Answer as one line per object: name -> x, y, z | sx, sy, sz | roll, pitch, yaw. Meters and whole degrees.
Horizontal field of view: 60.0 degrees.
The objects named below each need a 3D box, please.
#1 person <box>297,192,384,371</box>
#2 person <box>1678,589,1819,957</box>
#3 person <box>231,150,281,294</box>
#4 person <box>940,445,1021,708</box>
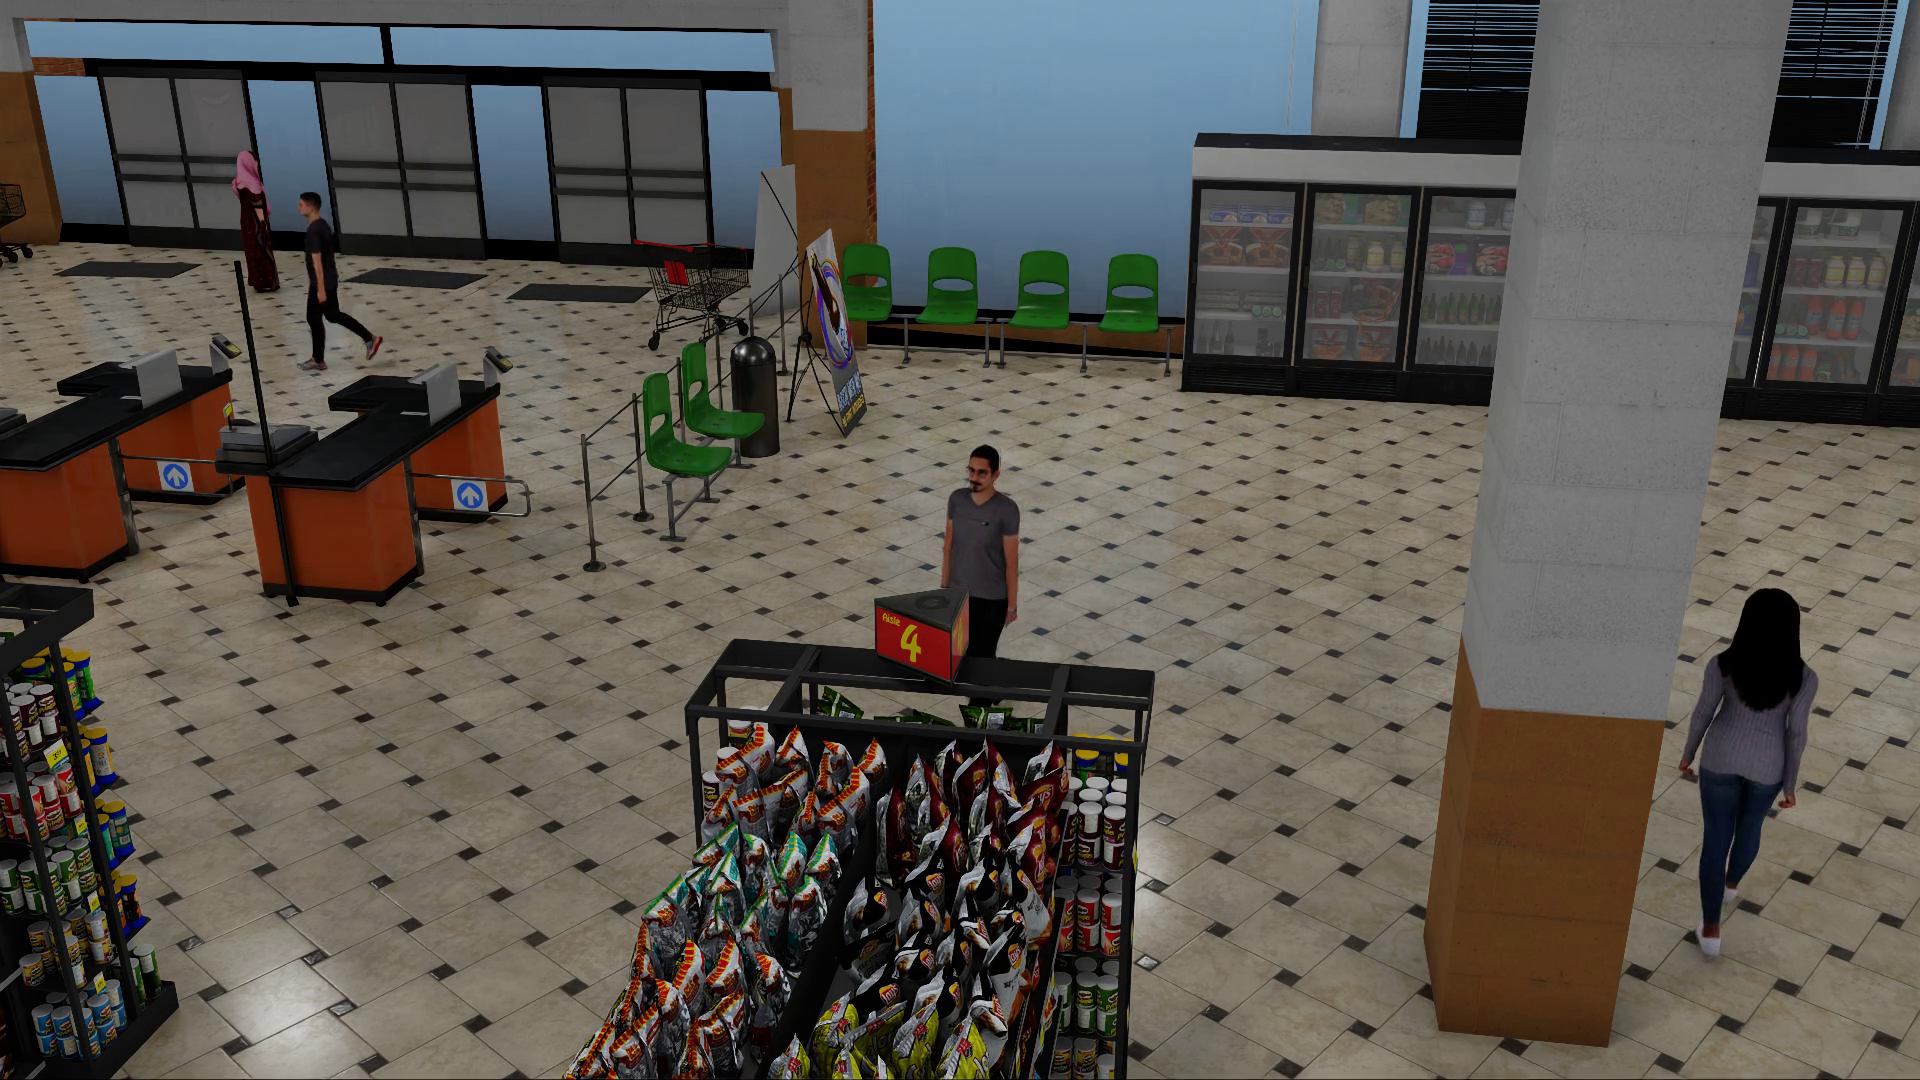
person -> -6.129, -2.503, 16.238 | 0.961, 1.738, 1.090 | -5, 22, -12
person -> 3.475, 1.065, 7.401 | 0.742, 1.706, 1.036 | 8, 23, 19
person -> -8.234, -3.716, 19.400 | 0.828, 1.633, 0.779 | -16, 27, -35
person -> 0.130, 0.286, 9.300 | 0.884, 1.736, 1.114 | 13, 25, 30
